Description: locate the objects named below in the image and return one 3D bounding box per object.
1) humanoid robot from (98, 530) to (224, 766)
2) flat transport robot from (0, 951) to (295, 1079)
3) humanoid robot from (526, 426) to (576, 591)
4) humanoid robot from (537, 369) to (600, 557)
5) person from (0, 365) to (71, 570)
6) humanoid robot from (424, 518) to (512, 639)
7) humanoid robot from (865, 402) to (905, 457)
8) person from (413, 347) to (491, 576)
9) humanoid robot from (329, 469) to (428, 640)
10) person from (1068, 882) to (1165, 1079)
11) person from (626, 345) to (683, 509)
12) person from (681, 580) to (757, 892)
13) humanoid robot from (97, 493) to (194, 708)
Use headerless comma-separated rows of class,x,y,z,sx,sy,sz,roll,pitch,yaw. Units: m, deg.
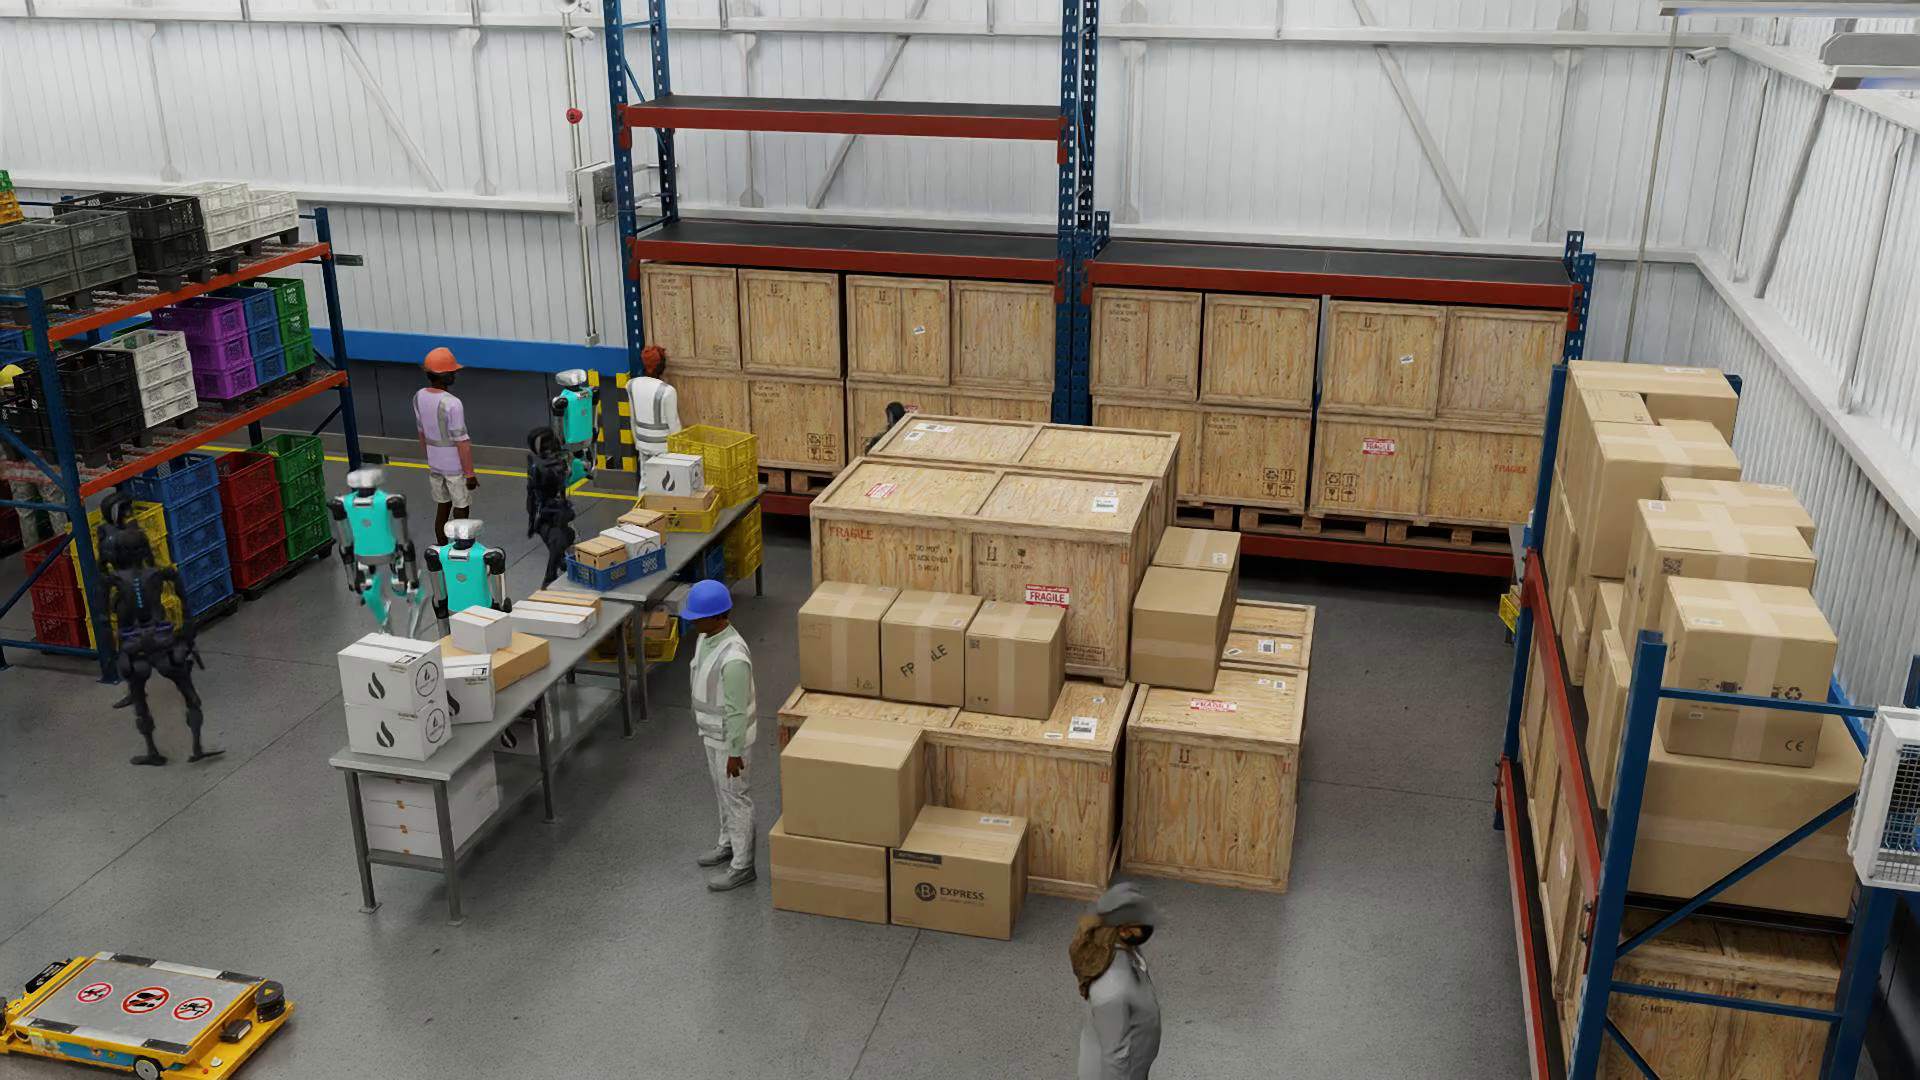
humanoid robot,-5.415,0.742,11.140,0.645,1.644,0.412,-9,23,-21
flat transport robot,-4.270,2.464,8.601,1.431,0.231,0.659,5,22,13
humanoid robot,-3.331,-0.140,13.490,0.588,1.625,0.765,20,28,41
humanoid robot,-3.532,-0.699,14.710,0.719,1.716,0.531,12,24,29
person,-8.099,-0.633,14.510,0.587,1.833,0.404,-11,23,-26
humanoid robot,-3.219,0.570,11.310,0.533,1.677,0.735,2,21,5
humanoid robot,-0.582,-0.386,14.087,0.589,1.639,0.375,-12,24,-28
person,-4.363,-0.651,14.268,0.606,2.043,0.376,15,26,34
humanoid robot,-4.234,0.263,12.292,0.544,1.749,0.947,-1,21,-3
person,0.648,2.241,7.080,0.399,1.769,0.560,2,21,6
person,-2.718,-0.827,14.956,0.570,1.877,0.338,14,25,32
person,-1.394,1.125,9.770,0.411,1.939,0.602,-9,23,-22
humanoid robot,-5.916,0.407,12.020,0.602,1.639,0.526,10,23,24
